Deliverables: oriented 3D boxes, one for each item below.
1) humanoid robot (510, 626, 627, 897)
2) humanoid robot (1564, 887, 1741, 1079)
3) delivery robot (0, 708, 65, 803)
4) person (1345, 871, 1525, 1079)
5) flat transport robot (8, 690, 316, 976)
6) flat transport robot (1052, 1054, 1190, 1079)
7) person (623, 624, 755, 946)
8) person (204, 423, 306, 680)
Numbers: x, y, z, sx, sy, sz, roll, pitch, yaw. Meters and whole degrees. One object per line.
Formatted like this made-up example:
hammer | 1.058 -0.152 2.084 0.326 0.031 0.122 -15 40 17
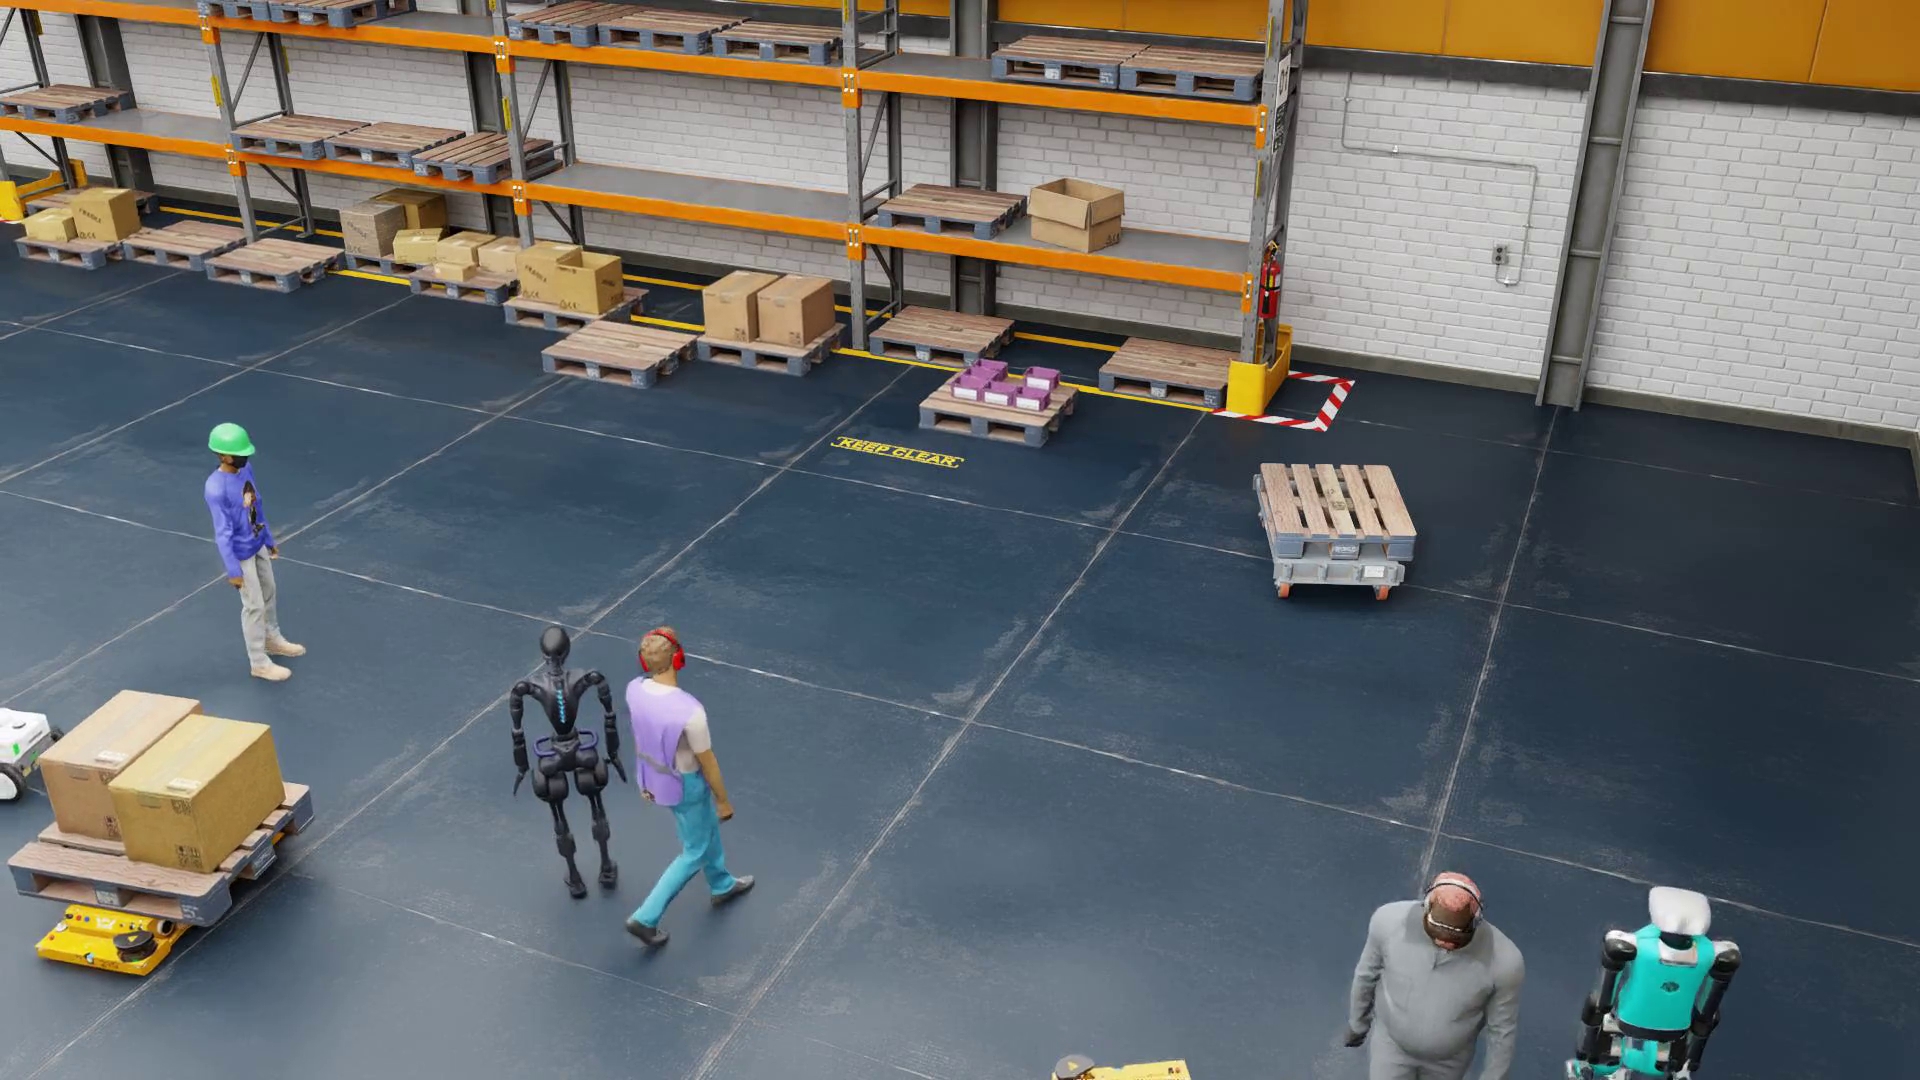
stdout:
humanoid robot | -2.137 1.214 9.043 0.610 1.657 0.310 -9 29 -16
humanoid robot | 2.908 2.137 7.235 0.541 1.816 0.746 4 28 7
delivery robot | -5.941 1.256 10.205 0.815 0.614 0.499 5 28 9
person | 1.961 2.163 6.986 0.645 1.869 0.714 6 28 11
flat transport robot | -4.407 1.858 9.328 0.659 0.231 1.431 6 28 12
flat transport robot | 0.854 2.860 7.386 0.659 0.231 1.431 -3 27 -6
person | -1.476 1.289 8.757 0.822 1.799 0.588 -22 35 -36
person | -4.723 0.072 11.070 0.377 1.861 0.486 2 27 4
